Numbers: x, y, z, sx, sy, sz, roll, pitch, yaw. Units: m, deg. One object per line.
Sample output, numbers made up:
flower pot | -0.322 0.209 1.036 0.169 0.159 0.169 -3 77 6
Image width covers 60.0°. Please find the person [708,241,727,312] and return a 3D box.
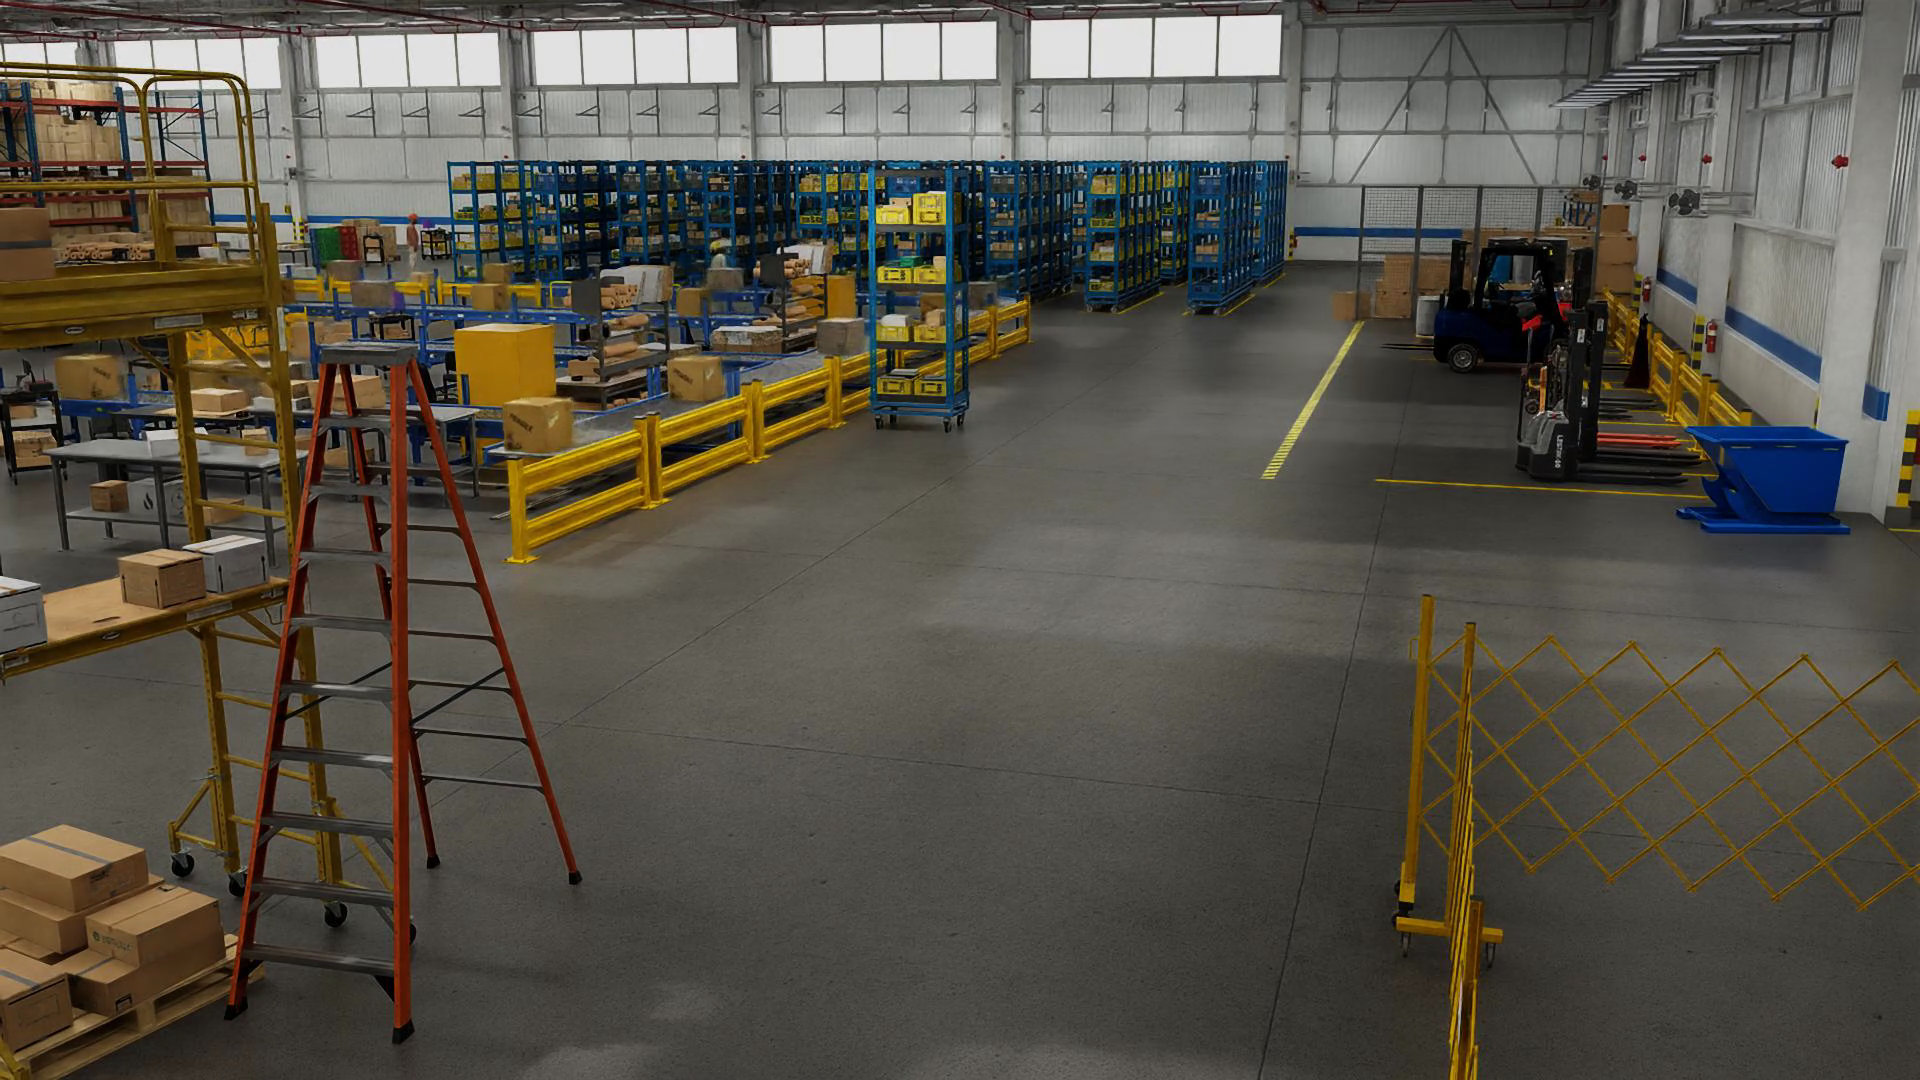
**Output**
person | -5.664 -6.025 38.622 0.494 1.811 0.616 2 13 8

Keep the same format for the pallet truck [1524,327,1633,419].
pallet truck | 9.065 -2.460 24.370 1.522 1.261 0.704 3 13 14

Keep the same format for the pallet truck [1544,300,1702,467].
pallet truck | 8.263 -1.952 20.631 1.885 1.965 0.823 5 14 20

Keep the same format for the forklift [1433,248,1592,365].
forklift | 9.780 -4.111 29.280 2.680 1.987 1.157 3 13 14

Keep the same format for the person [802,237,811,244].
person | -3.580 -6.210 39.333 0.996 1.850 0.665 6 14 23

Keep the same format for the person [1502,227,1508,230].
person | 14.737 -7.538 45.090 0.570 1.843 0.373 -1 13 -3

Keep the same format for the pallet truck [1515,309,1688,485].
pallet truck | 7.554 -1.677 19.446 1.885 1.965 0.823 3 13 14

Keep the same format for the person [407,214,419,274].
person | -17.005 -9.160 51.798 0.409 1.981 0.612 -7 15 -26

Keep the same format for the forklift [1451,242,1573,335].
forklift | 10.464 -4.597 31.405 2.680 1.987 1.157 4 14 16

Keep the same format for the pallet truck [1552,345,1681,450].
pallet truck | 8.641 -1.896 21.908 1.630 1.274 0.653 4 14 16

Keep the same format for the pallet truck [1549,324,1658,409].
pallet truck | 9.824 -2.669 25.407 1.601 1.201 0.680 4 14 16
